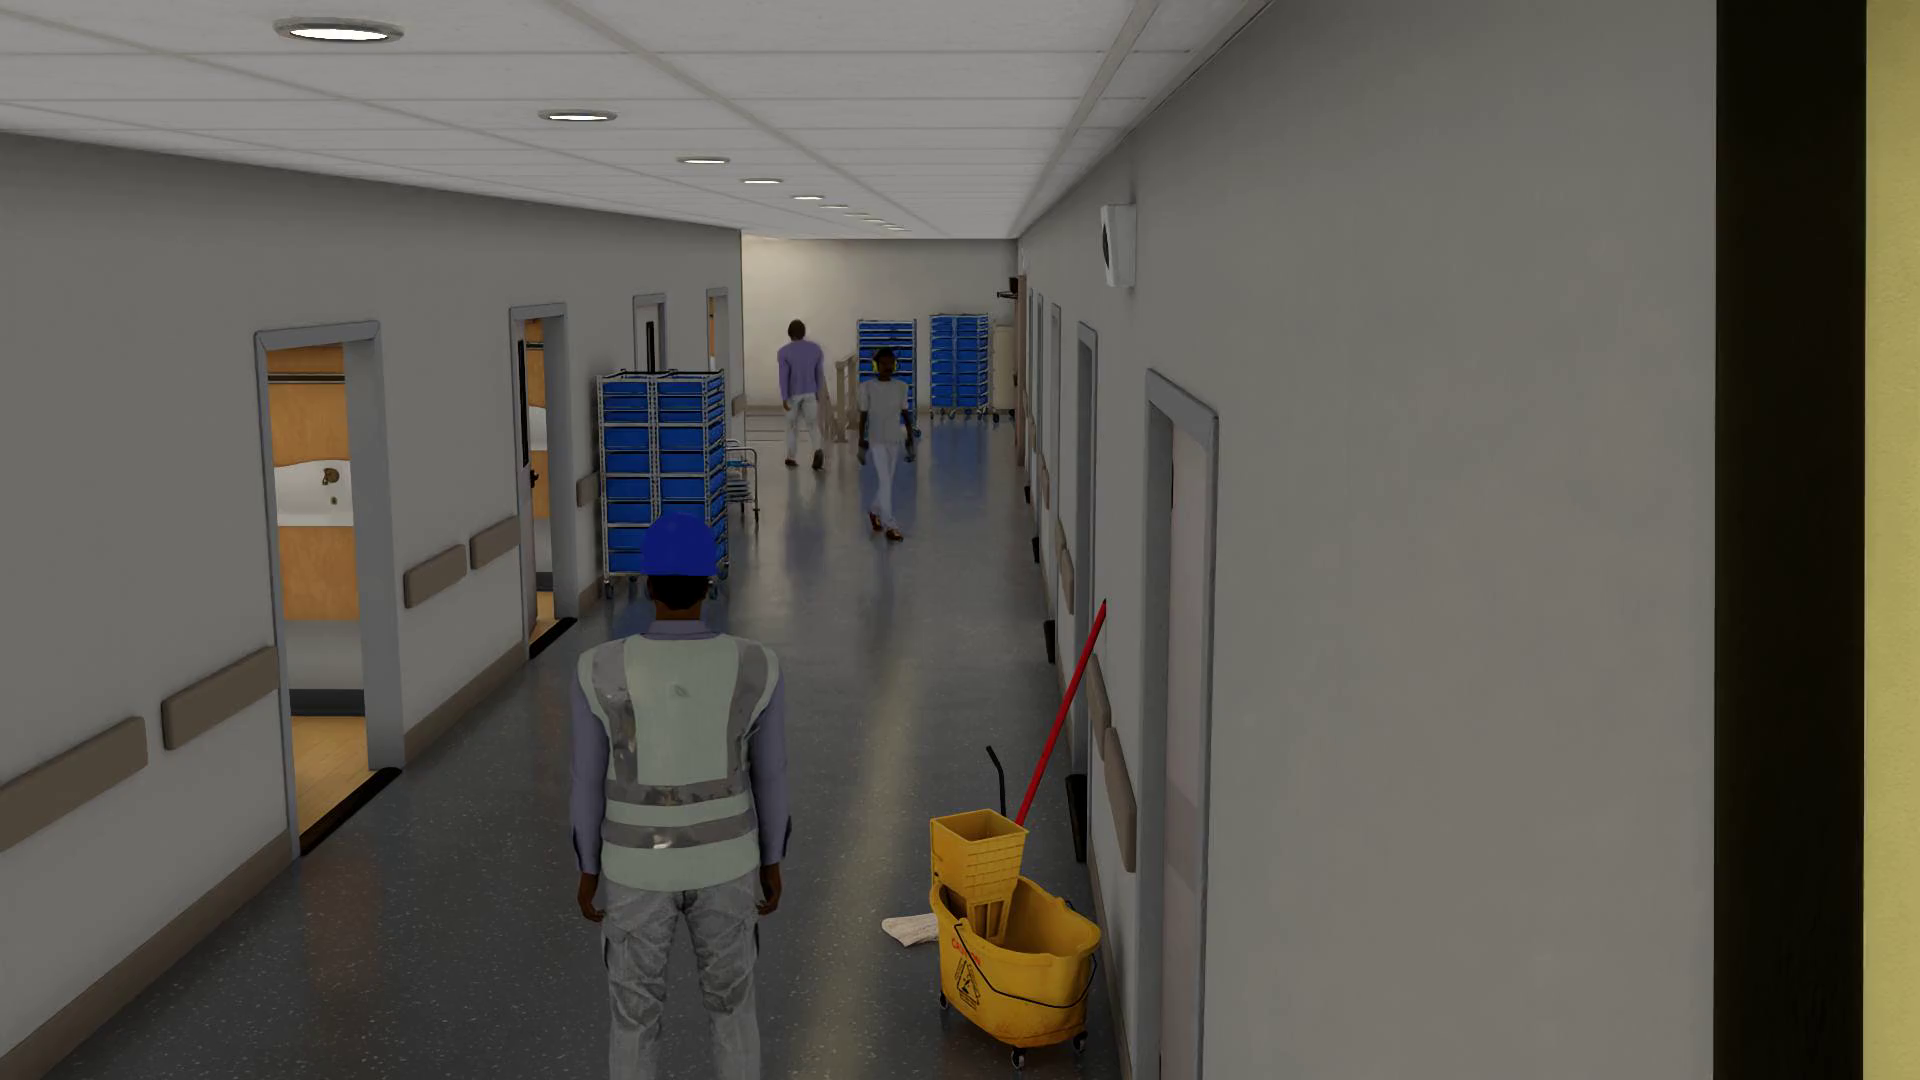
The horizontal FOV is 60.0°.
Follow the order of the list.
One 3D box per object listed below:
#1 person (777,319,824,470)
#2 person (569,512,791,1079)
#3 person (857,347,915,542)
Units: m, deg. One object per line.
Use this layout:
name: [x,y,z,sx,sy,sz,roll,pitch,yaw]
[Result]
person: [-2.001,-1.849,21.141,0.622,1.912,0.924,-4,10,-23]
person: [-0.781,0.886,4.683,0.609,1.936,0.401,-3,10,-15]
person: [-0.726,-0.943,15.949,0.529,1.836,0.941,-4,10,-24]
